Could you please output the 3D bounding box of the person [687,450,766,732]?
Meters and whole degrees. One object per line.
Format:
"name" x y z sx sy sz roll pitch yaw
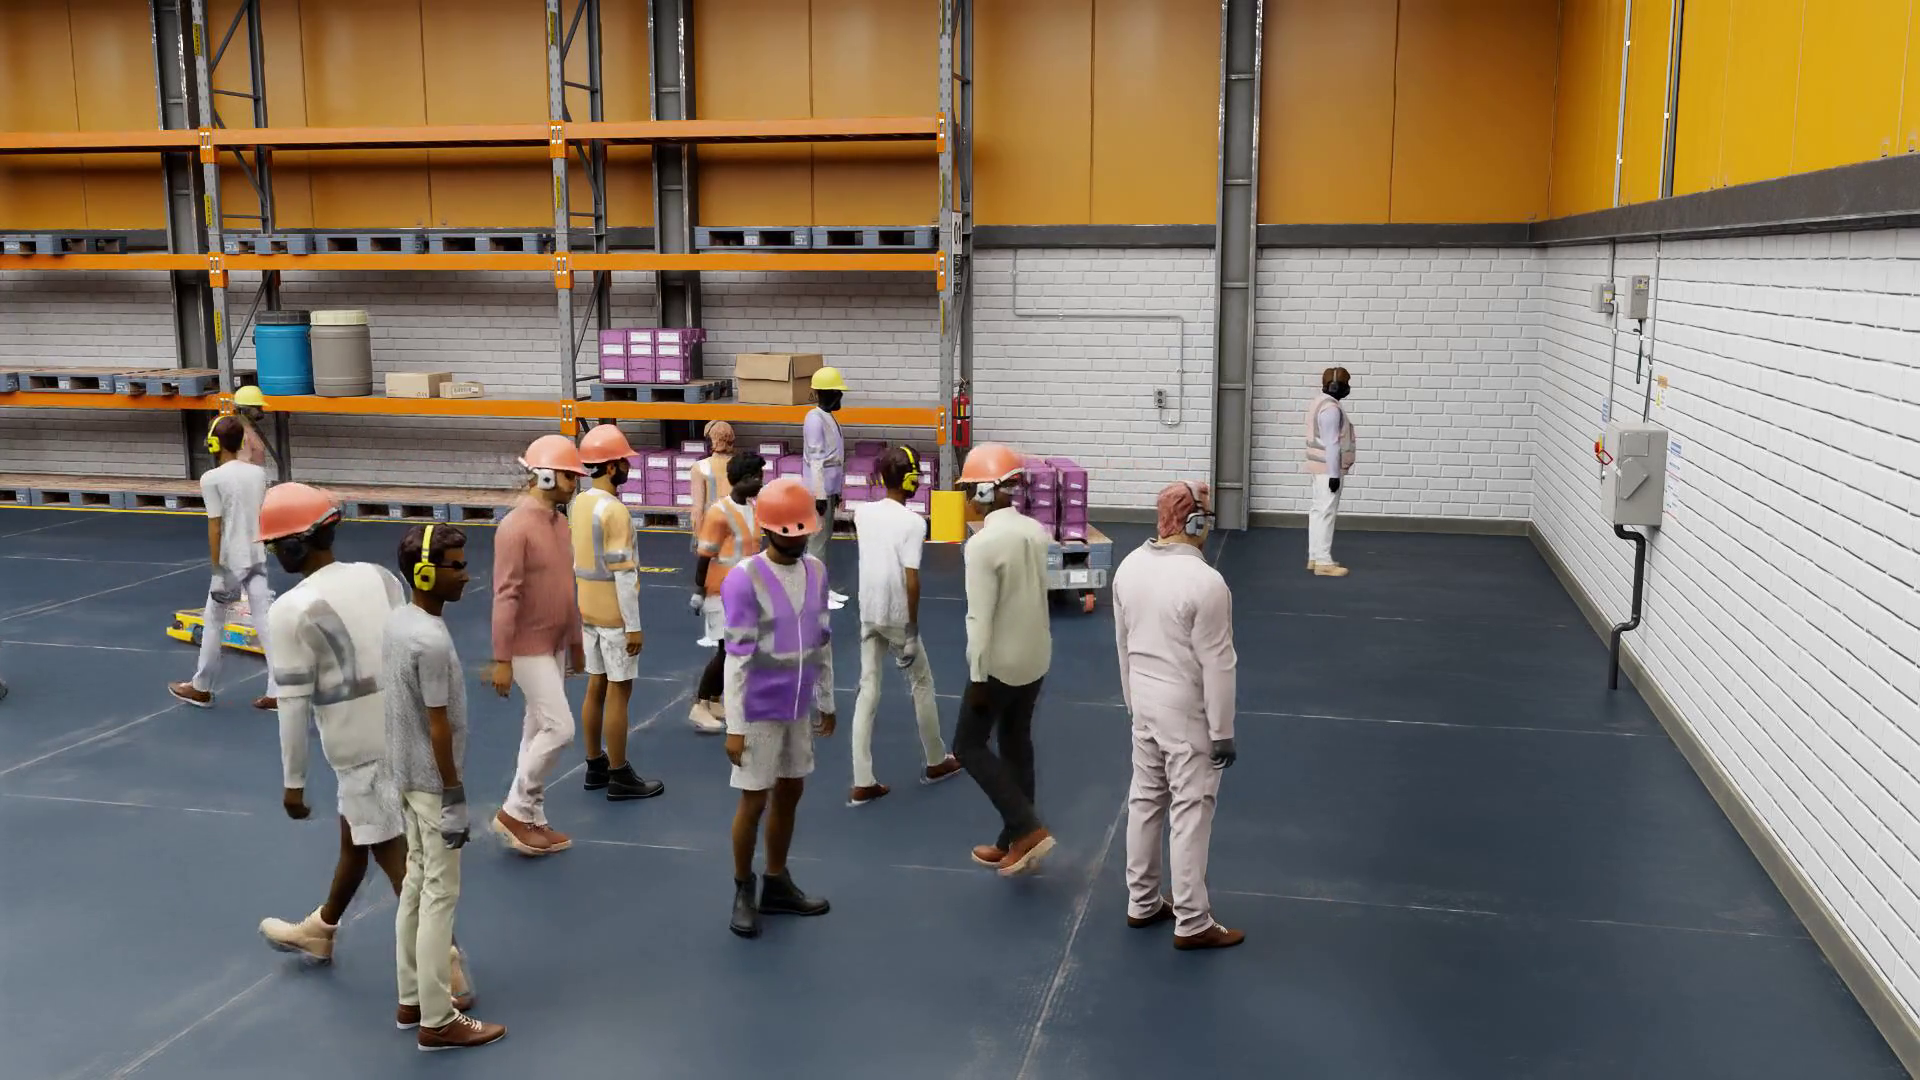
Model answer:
"person" -1.360 0.295 9.834 0.440 1.662 0.550 4 10 20

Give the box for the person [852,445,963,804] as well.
"person" -0.289 0.421 8.684 0.495 1.821 0.905 7 12 35

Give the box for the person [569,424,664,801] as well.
"person" -1.795 0.373 8.588 0.347 1.943 0.545 -7 12 -38

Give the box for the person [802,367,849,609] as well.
"person" -1.072 -0.419 13.319 0.372 1.928 0.584 1 10 4

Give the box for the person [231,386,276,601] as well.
"person" -5.744 -0.371 13.524 0.331 1.765 0.533 -3 10 -18

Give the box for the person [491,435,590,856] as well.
"person" -1.943 0.500 7.752 0.457 1.967 0.648 2 10 11

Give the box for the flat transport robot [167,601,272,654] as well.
"flat transport robot" -5.021 0.630 12.006 1.431 0.197 0.652 6 11 33

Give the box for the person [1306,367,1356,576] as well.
"person" 3.279 -0.611 14.717 0.429 1.841 0.633 0 10 3

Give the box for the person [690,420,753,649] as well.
"person" -1.701 -0.041 11.933 0.522 1.640 0.306 -8 12 -39

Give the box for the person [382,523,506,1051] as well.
"person" -1.865 0.865 5.901 0.315 1.865 0.526 -6 11 -33

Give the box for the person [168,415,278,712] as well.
"person" -4.529 0.147 10.257 0.888 1.831 0.538 5 11 26

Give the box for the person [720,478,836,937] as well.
"person" -0.738 0.686 6.831 0.463 1.915 0.622 8 13 41

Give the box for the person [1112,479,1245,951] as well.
"person" 0.902 0.701 6.756 0.411 1.908 0.643 -6 11 -33

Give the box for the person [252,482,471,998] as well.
"person" -2.287 0.760 6.262 1.069 1.959 0.651 3 10 17

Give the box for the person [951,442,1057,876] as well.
"person" 0.198 0.551 7.454 0.519 1.973 0.613 7 12 34
